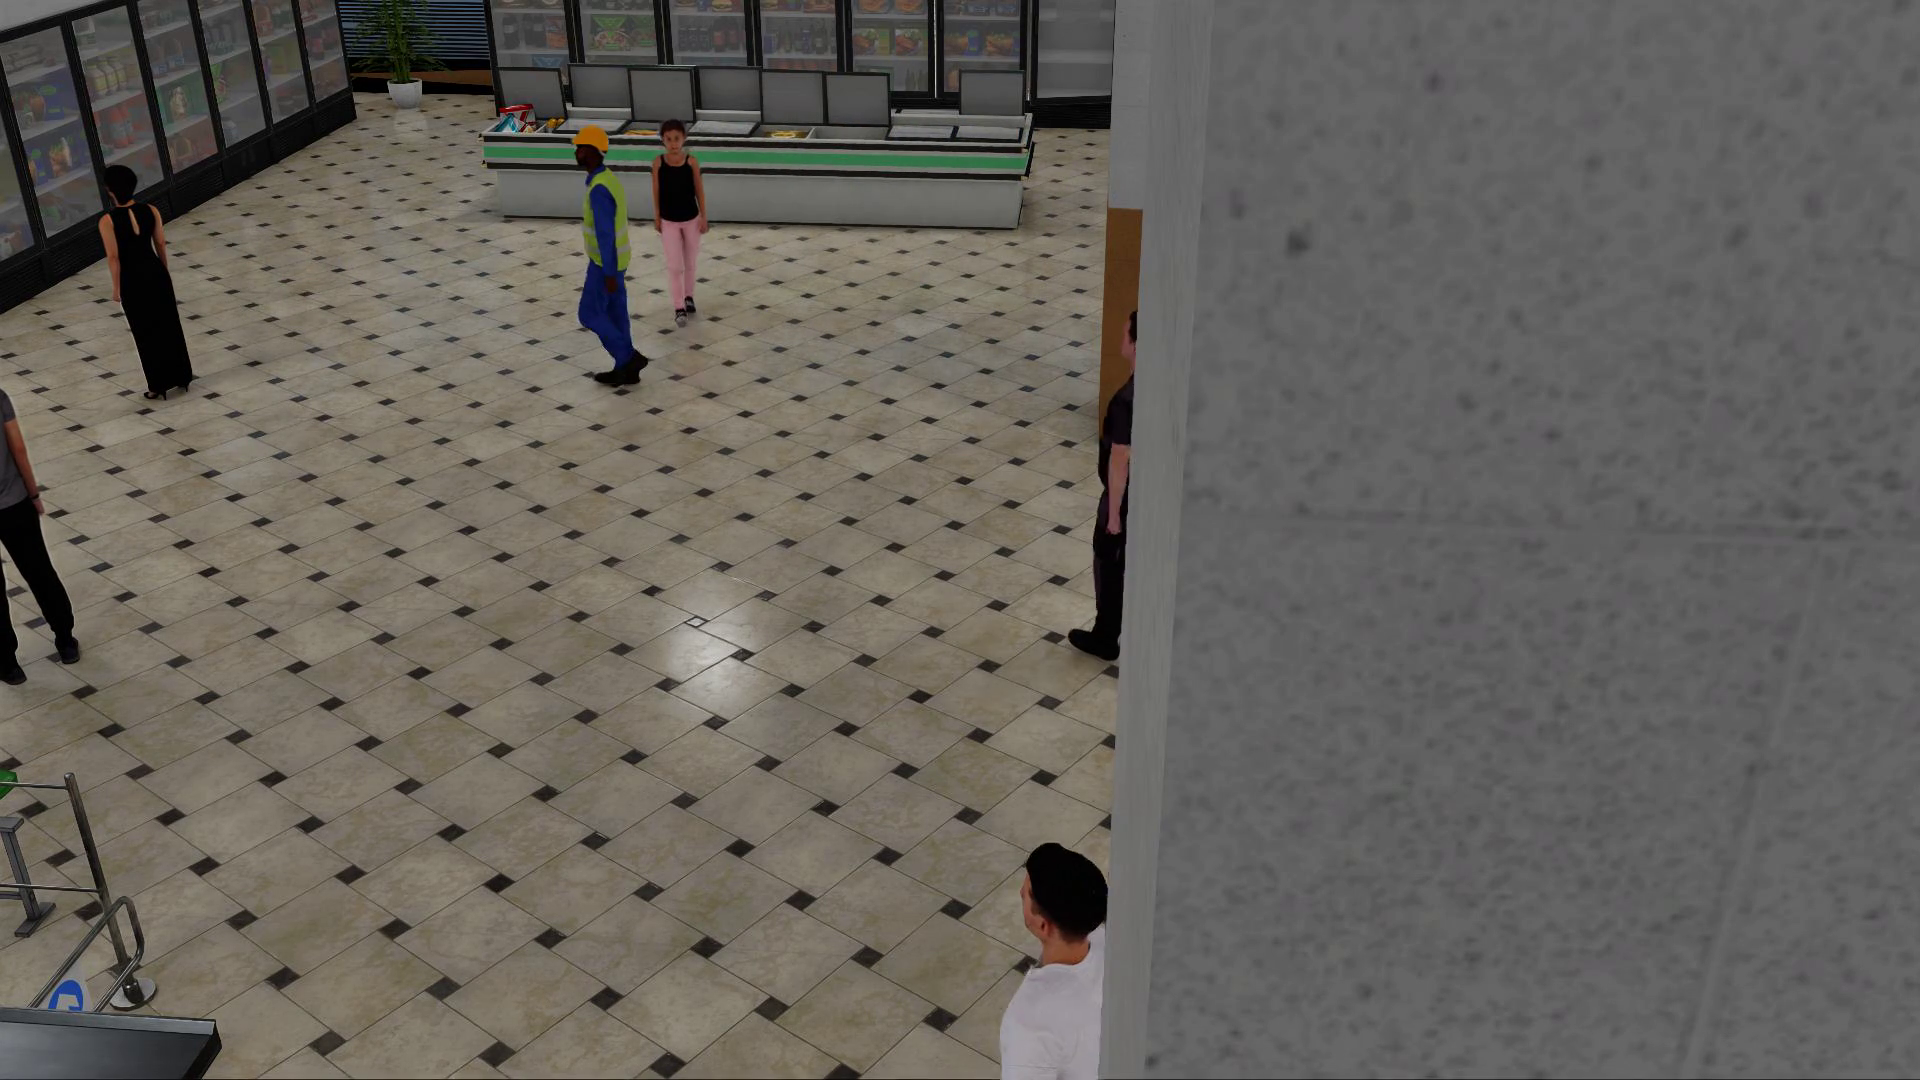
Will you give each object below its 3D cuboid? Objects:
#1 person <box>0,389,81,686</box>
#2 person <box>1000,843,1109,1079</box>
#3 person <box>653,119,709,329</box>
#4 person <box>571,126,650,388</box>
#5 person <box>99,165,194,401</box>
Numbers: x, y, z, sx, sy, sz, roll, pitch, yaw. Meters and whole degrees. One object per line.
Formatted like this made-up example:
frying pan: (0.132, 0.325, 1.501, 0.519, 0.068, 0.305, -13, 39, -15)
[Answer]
person: (-4.630, -0.152, 7.920, 0.731, 1.754, 0.697, 23, 35, 38)
person: (0.322, 1.596, 4.360, 0.910, 1.856, 0.853, 19, 32, 33)
person: (-2.127, -2.418, 12.636, 0.980, 1.531, 0.808, -7, 28, -13)
person: (-2.325, -1.907, 11.324, 0.710, 1.805, 0.702, -1, 27, -3)
person: (-5.490, -1.728, 11.193, 0.656, 1.604, 0.651, 17, 31, 30)
